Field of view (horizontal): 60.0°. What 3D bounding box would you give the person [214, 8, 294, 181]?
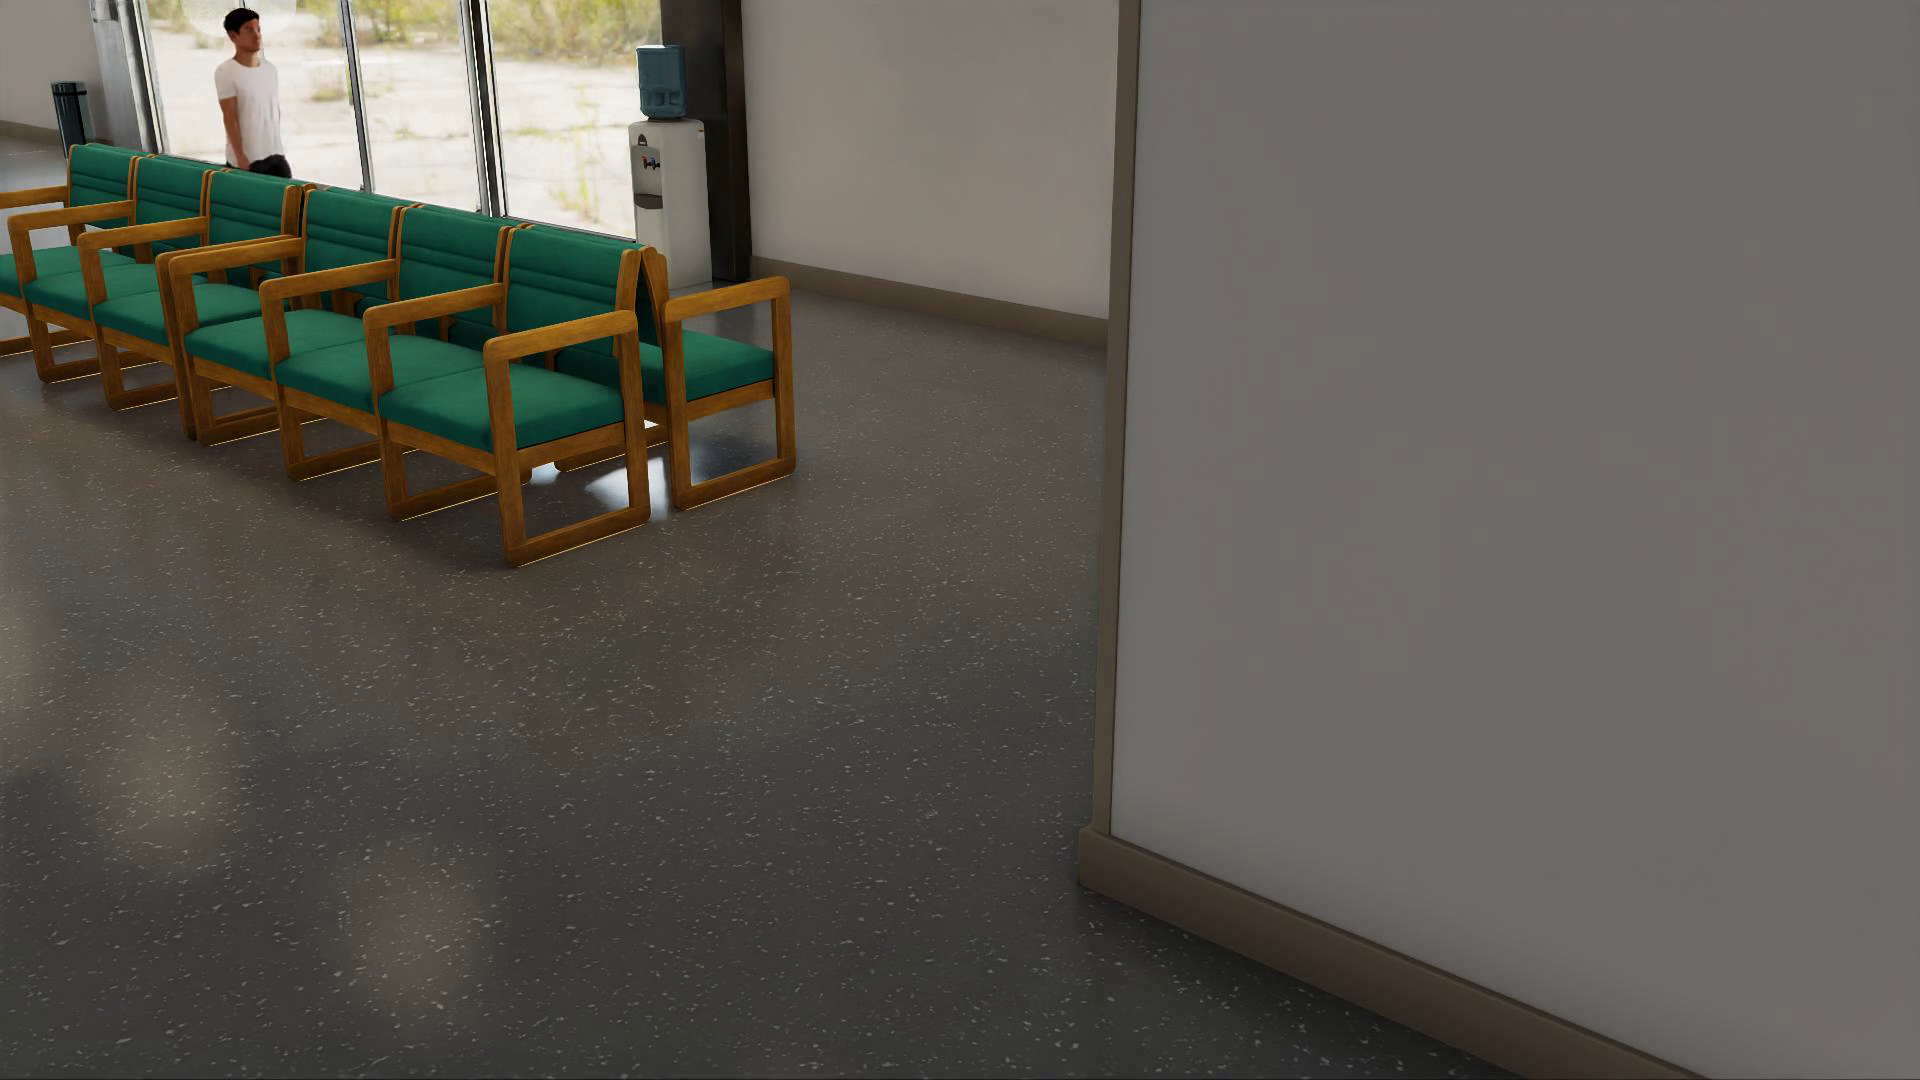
[{"bbox_3d":[-4.466,-2.417,10.406,0.812,1.683,1.076,12,24,28],"label":"person"}]
